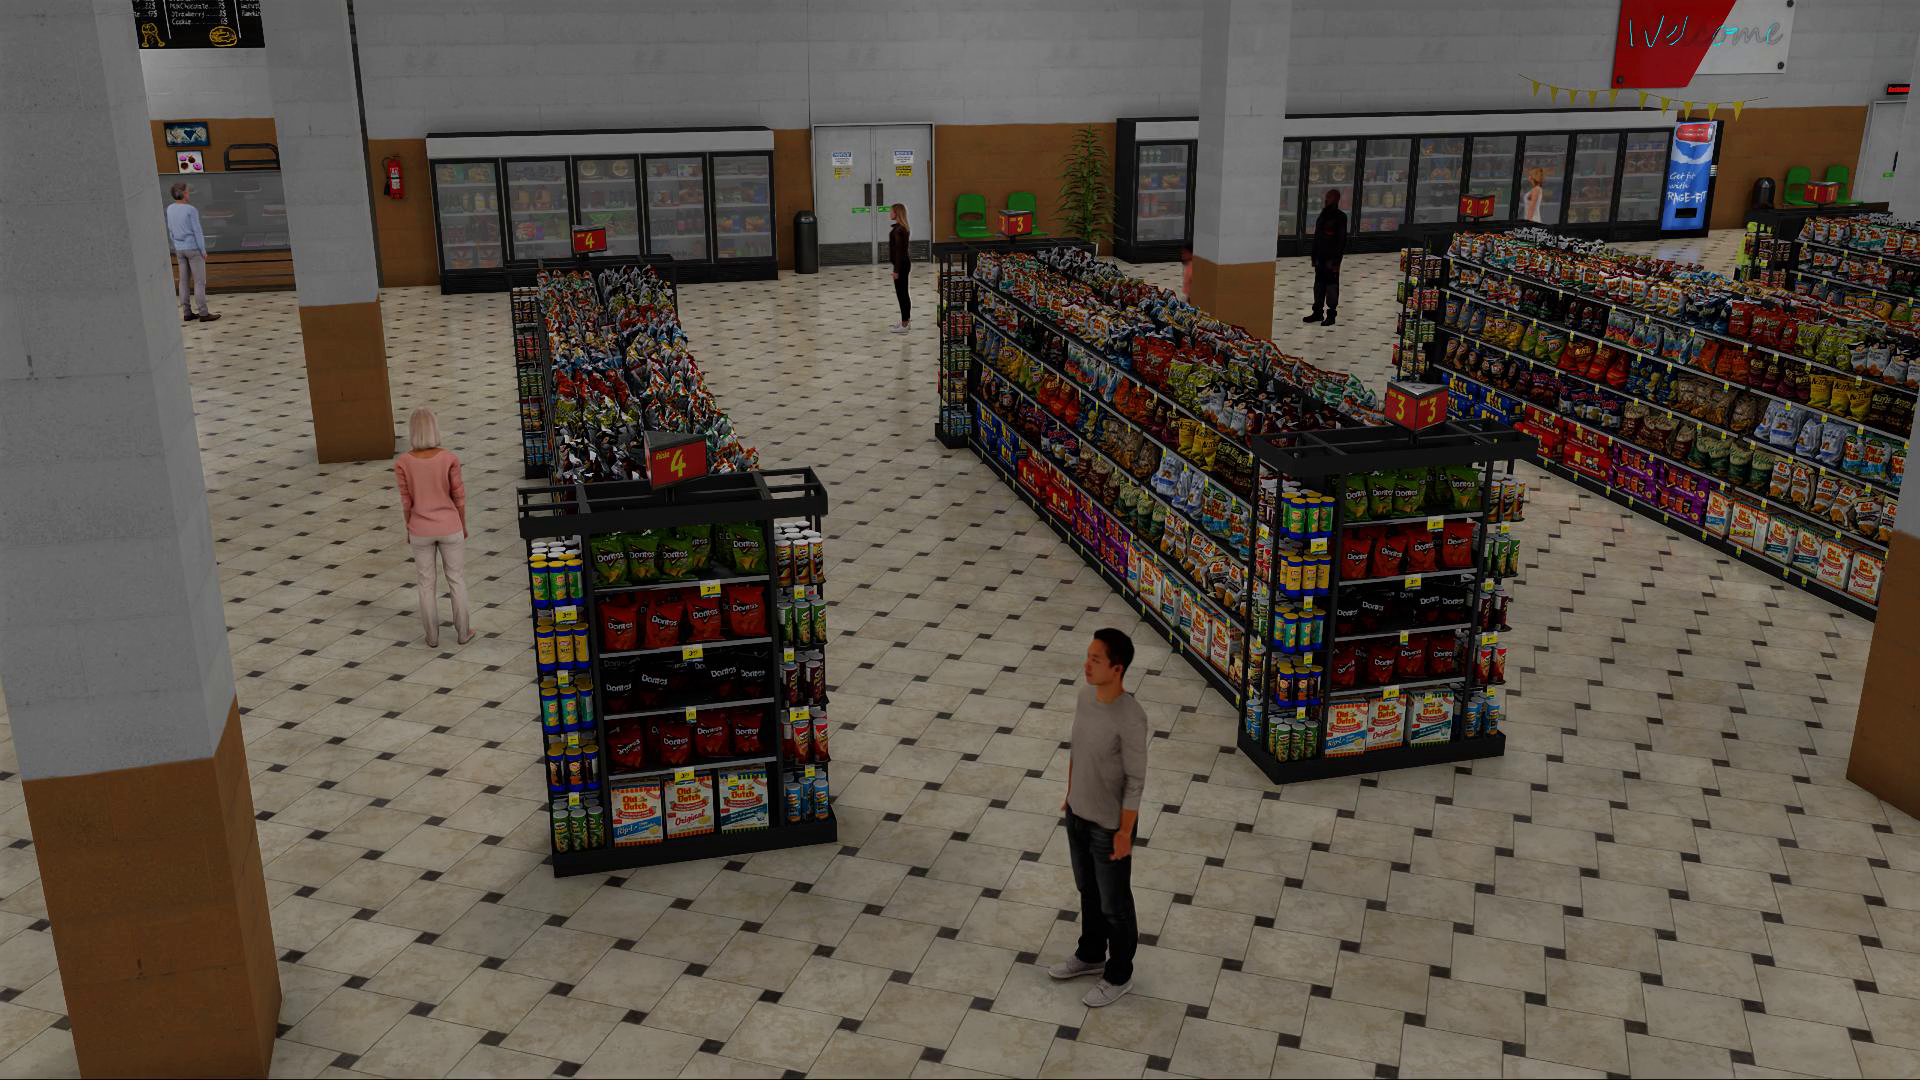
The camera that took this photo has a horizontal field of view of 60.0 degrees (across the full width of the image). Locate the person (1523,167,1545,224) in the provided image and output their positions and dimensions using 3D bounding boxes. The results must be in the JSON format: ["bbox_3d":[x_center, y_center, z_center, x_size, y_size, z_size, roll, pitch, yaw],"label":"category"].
[{"bbox_3d":[9.252,-5.141,26.722,0.894,1.659,0.861,6,20,18],"label":"person"}]

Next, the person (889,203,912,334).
[{"bbox_3d":[-0.783,-3.624,22.154,0.735,1.703,0.589,3,19,10],"label":"person"}]

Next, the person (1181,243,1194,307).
[{"bbox_3d":[3.053,-3.228,21.636,0.609,1.283,0.581,0,19,0],"label":"person"}]

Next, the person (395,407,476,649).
[{"bbox_3d":[-3.675,-0.091,11.642,0.592,1.725,0.508,-5,19,-14],"label":"person"}]

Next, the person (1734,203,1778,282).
[{"bbox_3d":[9.551,-3.071,20.080,0.906,1.981,0.708,1,19,2],"label":"person"}]

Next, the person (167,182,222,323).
[{"bbox_3d":[-10.600,-3.963,22.861,0.757,1.893,0.770,6,20,18],"label":"person"}]

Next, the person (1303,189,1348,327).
[{"bbox_3d":[5.034,-3.873,22.702,0.835,1.825,0.679,-13,22,-33],"label":"person"}]

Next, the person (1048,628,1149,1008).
[{"bbox_3d":[0.663,1.241,7.560,0.769,1.809,0.575,-10,21,-27],"label":"person"}]
